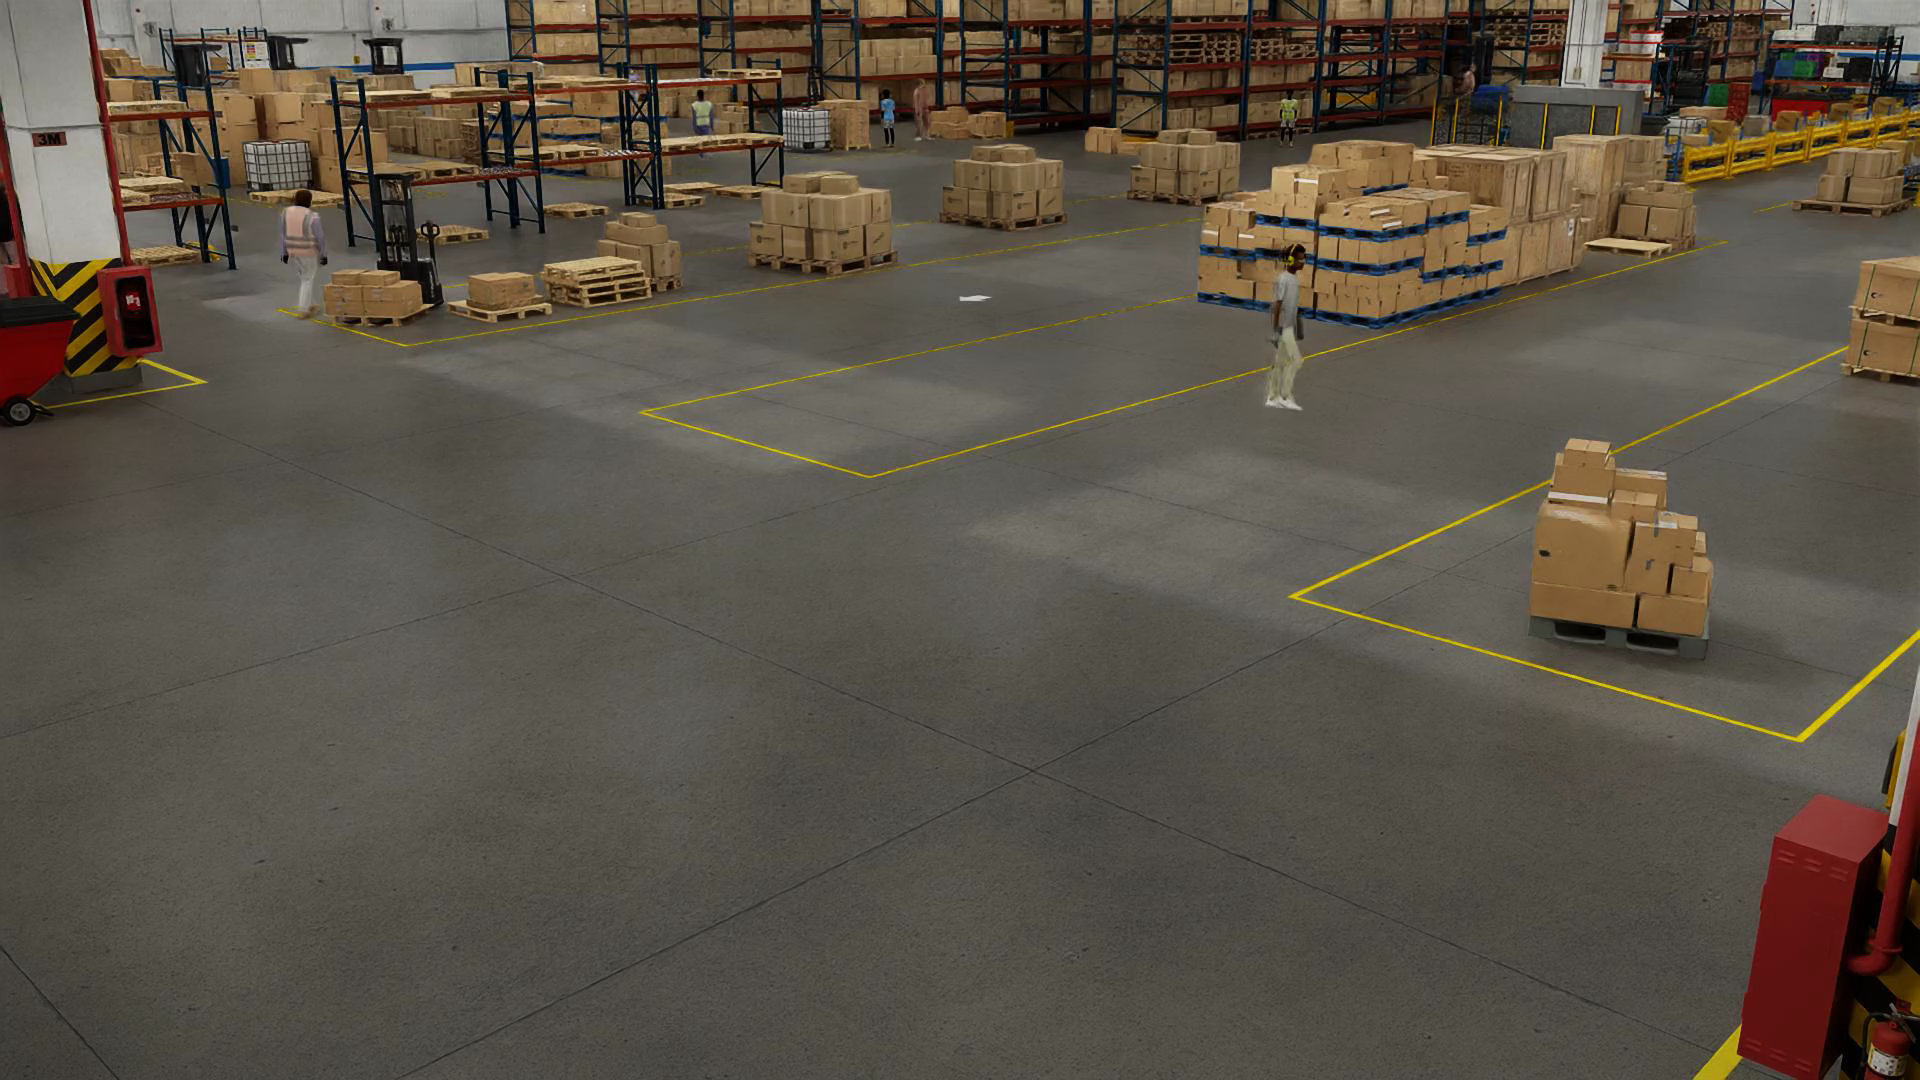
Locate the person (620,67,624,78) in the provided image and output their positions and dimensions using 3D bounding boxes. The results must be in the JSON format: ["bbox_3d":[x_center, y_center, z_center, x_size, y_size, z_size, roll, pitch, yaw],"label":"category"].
[{"bbox_3d":[-13.017,-17.437,64.269,0.446,1.622,0.540,-14,23,-37],"label":"person"}]

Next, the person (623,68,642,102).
[{"bbox_3d":[-11.644,-15.926,59.269,0.630,1.925,0.434,-15,24,-38],"label":"person"}]

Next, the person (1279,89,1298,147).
[{"bbox_3d":[9.727,-12.507,49.308,0.537,1.700,0.317,3,19,10],"label":"person"}]

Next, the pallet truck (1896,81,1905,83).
[{"bbox_3d":[34.802,-16.331,61.455,0.653,1.274,1.630,17,25,41],"label":"pallet truck"}]

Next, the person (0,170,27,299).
[{"bbox_3d":[-14.286,-4.539,24.884,0.625,1.970,0.451,1,18,3],"label":"person"}]

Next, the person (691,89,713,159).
[{"bbox_3d":[-7.058,-11.395,45.633,0.605,1.906,0.624,-7,20,-20],"label":"person"}]

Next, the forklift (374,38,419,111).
[{"bbox_3d":[-20.410,-16.608,59.819,1.129,2.768,1.873,1,18,3],"label":"forklift"}]

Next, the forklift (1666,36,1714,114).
[{"bbox_3d":[27.341,-17.291,61.877,1.129,2.768,1.873,17,25,41],"label":"forklift"}]

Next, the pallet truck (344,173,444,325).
[{"bbox_3d":[-8.209,-4.181,23.757,0.823,1.965,1.885,3,19,9],"label":"pallet truck"}]

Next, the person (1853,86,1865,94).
[{"bbox_3d":[32.625,-16.186,60.397,0.540,1.695,0.317,-7,20,-20],"label":"person"}]

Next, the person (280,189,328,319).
[{"bbox_3d":[-9.315,-4.107,23.836,0.638,1.806,0.824,5,19,15],"label":"person"}]

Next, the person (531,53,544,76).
[{"bbox_3d":[-17.345,-18.927,68.189,0.612,1.995,0.377,-4,19,-12],"label":"person"}]

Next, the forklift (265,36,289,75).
[{"bbox_3d":[-25.671,-17.576,62.735,1.129,2.768,1.873,17,25,41],"label":"forklift"}]

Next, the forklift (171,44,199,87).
[{"bbox_3d":[-24.593,-14.348,53.009,1.129,2.768,1.873,17,25,41],"label":"forklift"}]

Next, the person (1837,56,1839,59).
[{"bbox_3d":[42.166,-22.898,80.593,0.578,1.704,0.877,0,18,-1],"label":"person"}]

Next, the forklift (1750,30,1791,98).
[{"bbox_3d":[35.219,-20.539,71.664,1.129,2.768,1.873,-1,18,-4],"label":"forklift"}]

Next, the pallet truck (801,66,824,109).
[{"bbox_3d":[-4.812,-15.182,56.903,0.823,1.965,1.885,-9,21,-26],"label":"pallet truck"}]

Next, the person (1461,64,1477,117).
[{"bbox_3d":[18.657,-16.417,60.805,0.638,1.877,0.665,12,22,32],"label":"person"}]

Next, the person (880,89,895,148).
[{"bbox_3d":[-2.136,-12.432,49.094,0.321,1.692,0.529,17,25,41],"label":"person"}]

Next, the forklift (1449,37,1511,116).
[{"bbox_3d":[19.341,-17.173,61.521,1.873,2.768,1.129,17,25,41],"label":"forklift"}]

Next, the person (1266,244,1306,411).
[{"bbox_3d":[3.707,-2.345,18.449,0.602,1.850,0.565,9,20,25],"label":"person"}]

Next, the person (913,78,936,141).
[{"bbox_3d":[-1.094,-13.252,51.269,0.813,1.873,0.669,15,24,38],"label":"person"}]

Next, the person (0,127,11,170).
[{"bbox_3d":[-21.777,-8.809,37.843,0.875,1.900,0.654,15,24,38],"label":"person"}]
